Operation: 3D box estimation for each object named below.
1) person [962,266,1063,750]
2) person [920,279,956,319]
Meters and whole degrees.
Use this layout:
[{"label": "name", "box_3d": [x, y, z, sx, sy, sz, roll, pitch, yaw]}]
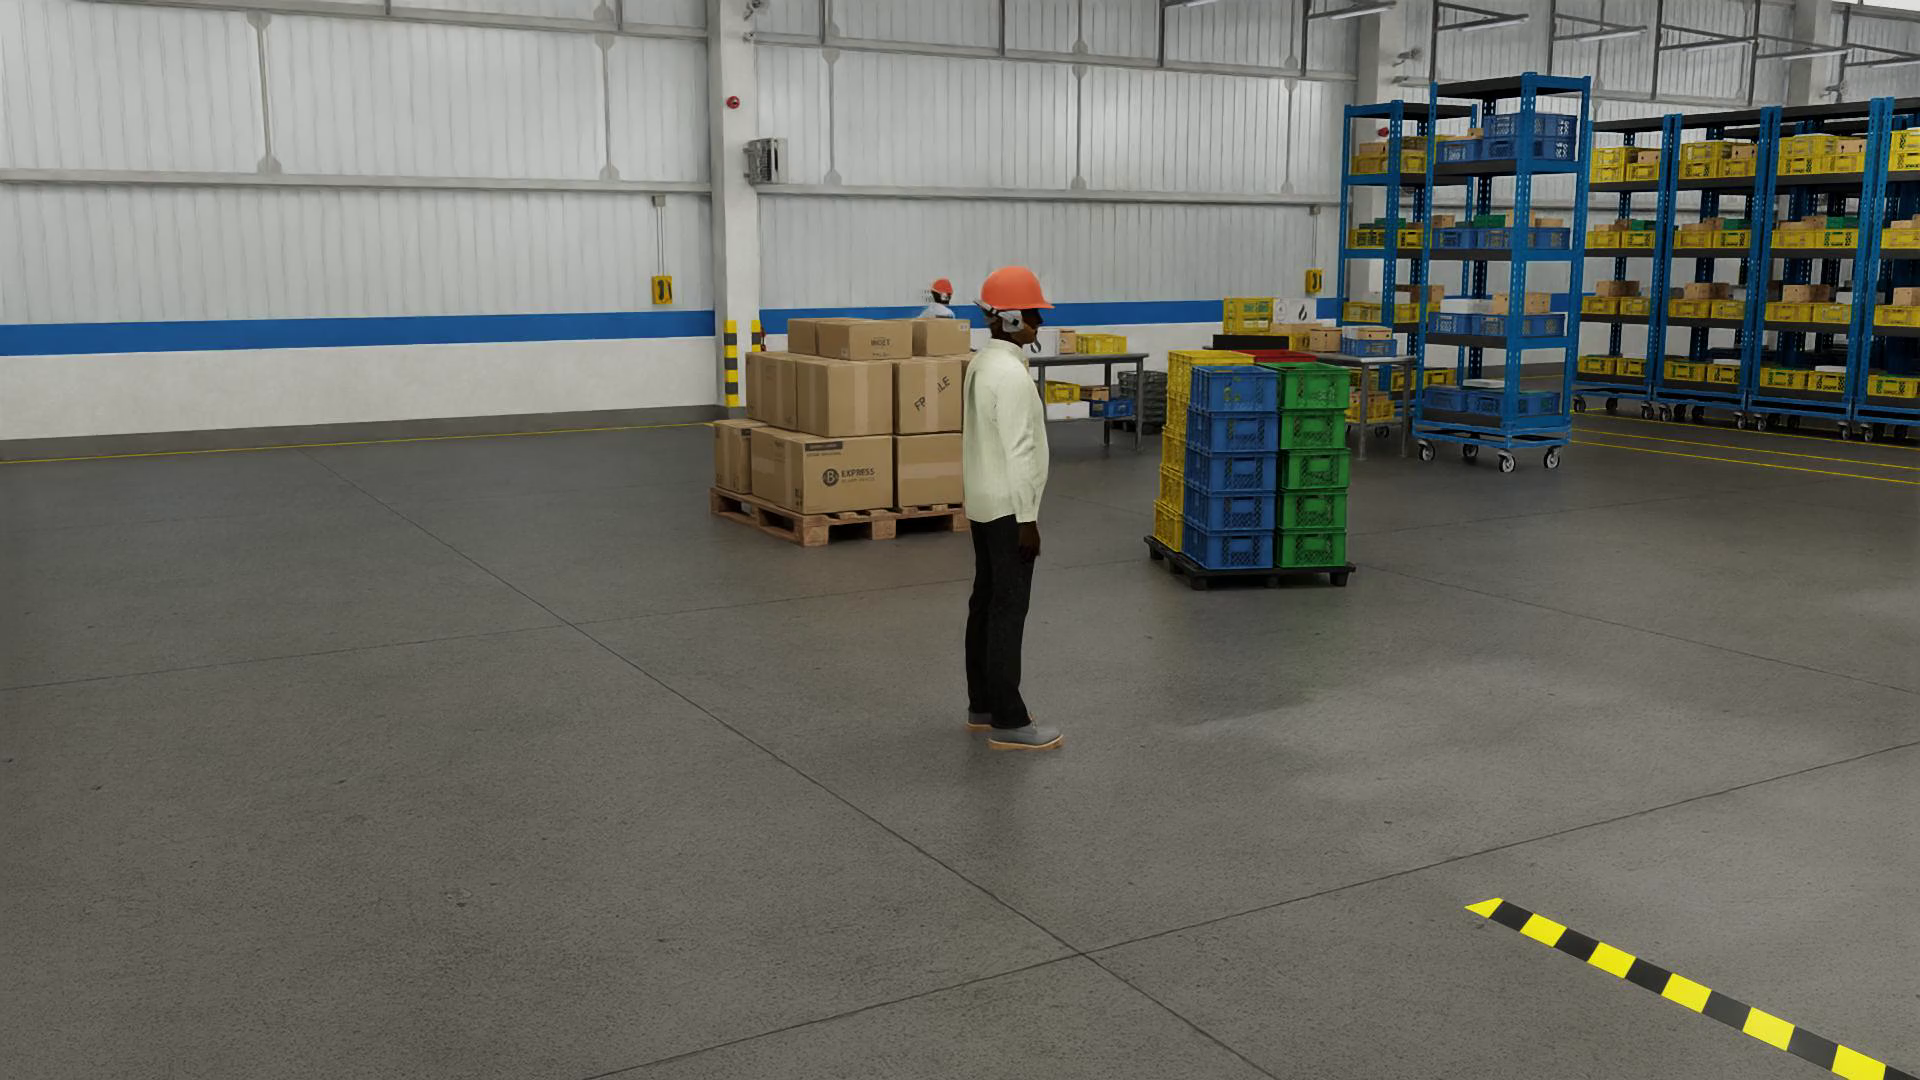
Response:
[{"label": "person", "box_3d": [0.198, -0.130, 6.915, 0.376, 1.995, 0.609, -3, 10, -17]}, {"label": "person", "box_3d": [-0.145, -2.003, 18.291, 0.840, 1.711, 0.591, -9, 13, -41]}]
